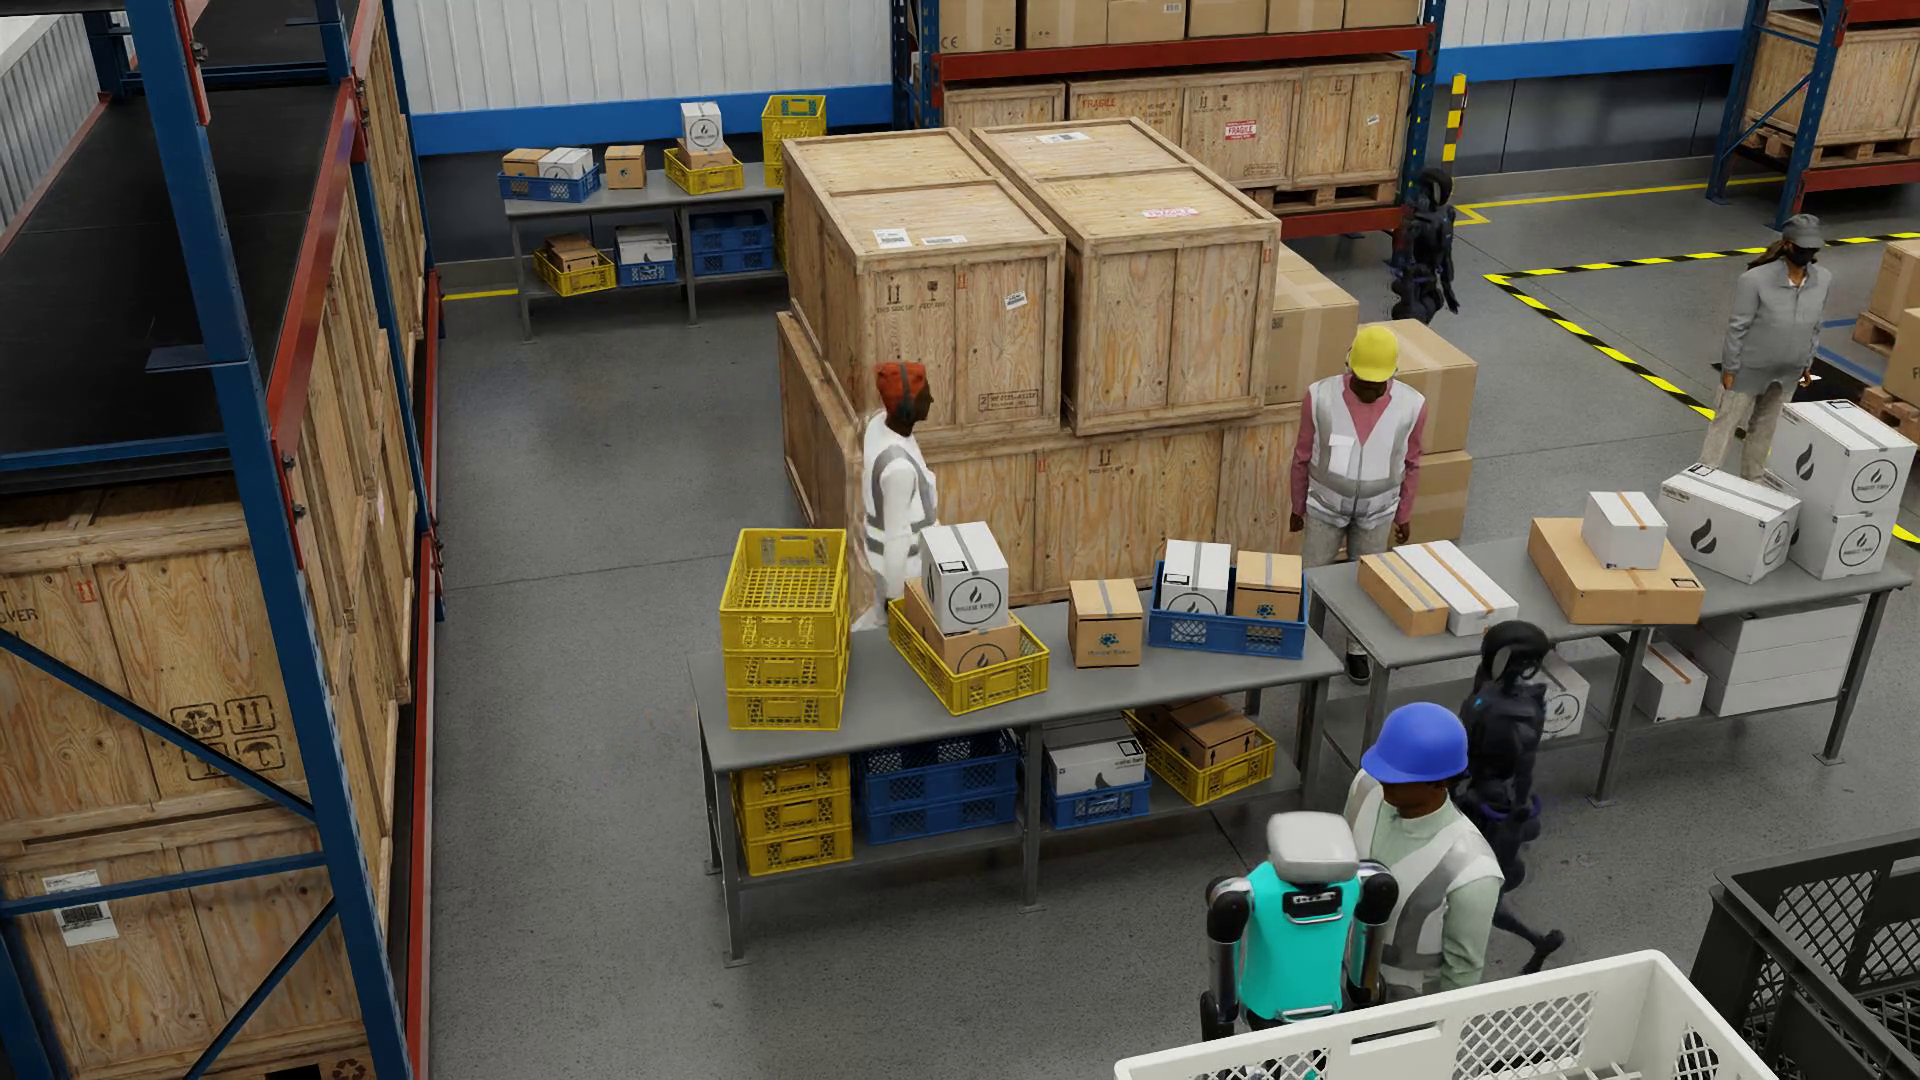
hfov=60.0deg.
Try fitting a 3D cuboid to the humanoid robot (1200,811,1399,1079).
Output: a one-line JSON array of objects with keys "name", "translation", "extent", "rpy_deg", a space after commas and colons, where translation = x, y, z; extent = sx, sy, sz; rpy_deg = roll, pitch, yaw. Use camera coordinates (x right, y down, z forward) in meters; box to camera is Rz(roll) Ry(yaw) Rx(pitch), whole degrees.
[{"name": "humanoid robot", "translation": [0.968, 1.602, 4.580], "extent": [0.530, 1.695, 0.738], "rpy_deg": [-5, 29, -9]}]

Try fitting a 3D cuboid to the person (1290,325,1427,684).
[{"name": "person", "translation": [1.831, -0.155, 7.787], "extent": [0.586, 1.823, 0.403], "rpy_deg": [4, 29, 8]}]

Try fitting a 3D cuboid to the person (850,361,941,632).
[{"name": "person", "translation": [-0.307, 0.065, 7.360], "extent": [0.863, 1.857, 0.575], "rpy_deg": [-7, 30, -13]}]

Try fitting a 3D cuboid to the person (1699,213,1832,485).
[{"name": "person", "translation": [4.513, -0.979, 9.336], "extent": [0.562, 1.769, 0.396], "rpy_deg": [-4, 29, -8]}]

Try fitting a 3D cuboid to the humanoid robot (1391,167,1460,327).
[{"name": "humanoid robot", "translation": [2.905, -1.562, 10.559], "extent": [0.778, 1.646, 0.587], "rpy_deg": [24, 37, 37]}]

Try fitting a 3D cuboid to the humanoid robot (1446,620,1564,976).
[{"name": "humanoid robot", "translation": [1.918, 1.005, 5.866], "extent": [0.722, 1.632, 0.603], "rpy_deg": [-1, 29, -2]}]

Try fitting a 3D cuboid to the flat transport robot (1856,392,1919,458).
[{"name": "flat transport robot", "translation": [6.182, -0.567, 10.117], "extent": [0.652, 0.197, 1.431], "rpy_deg": [-7, 30, -13]}]

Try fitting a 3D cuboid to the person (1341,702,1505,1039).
[{"name": "person", "translation": [1.291, 1.304, 5.010], "extent": [0.381, 1.948, 0.603], "rpy_deg": [-14, 32, -24]}]
